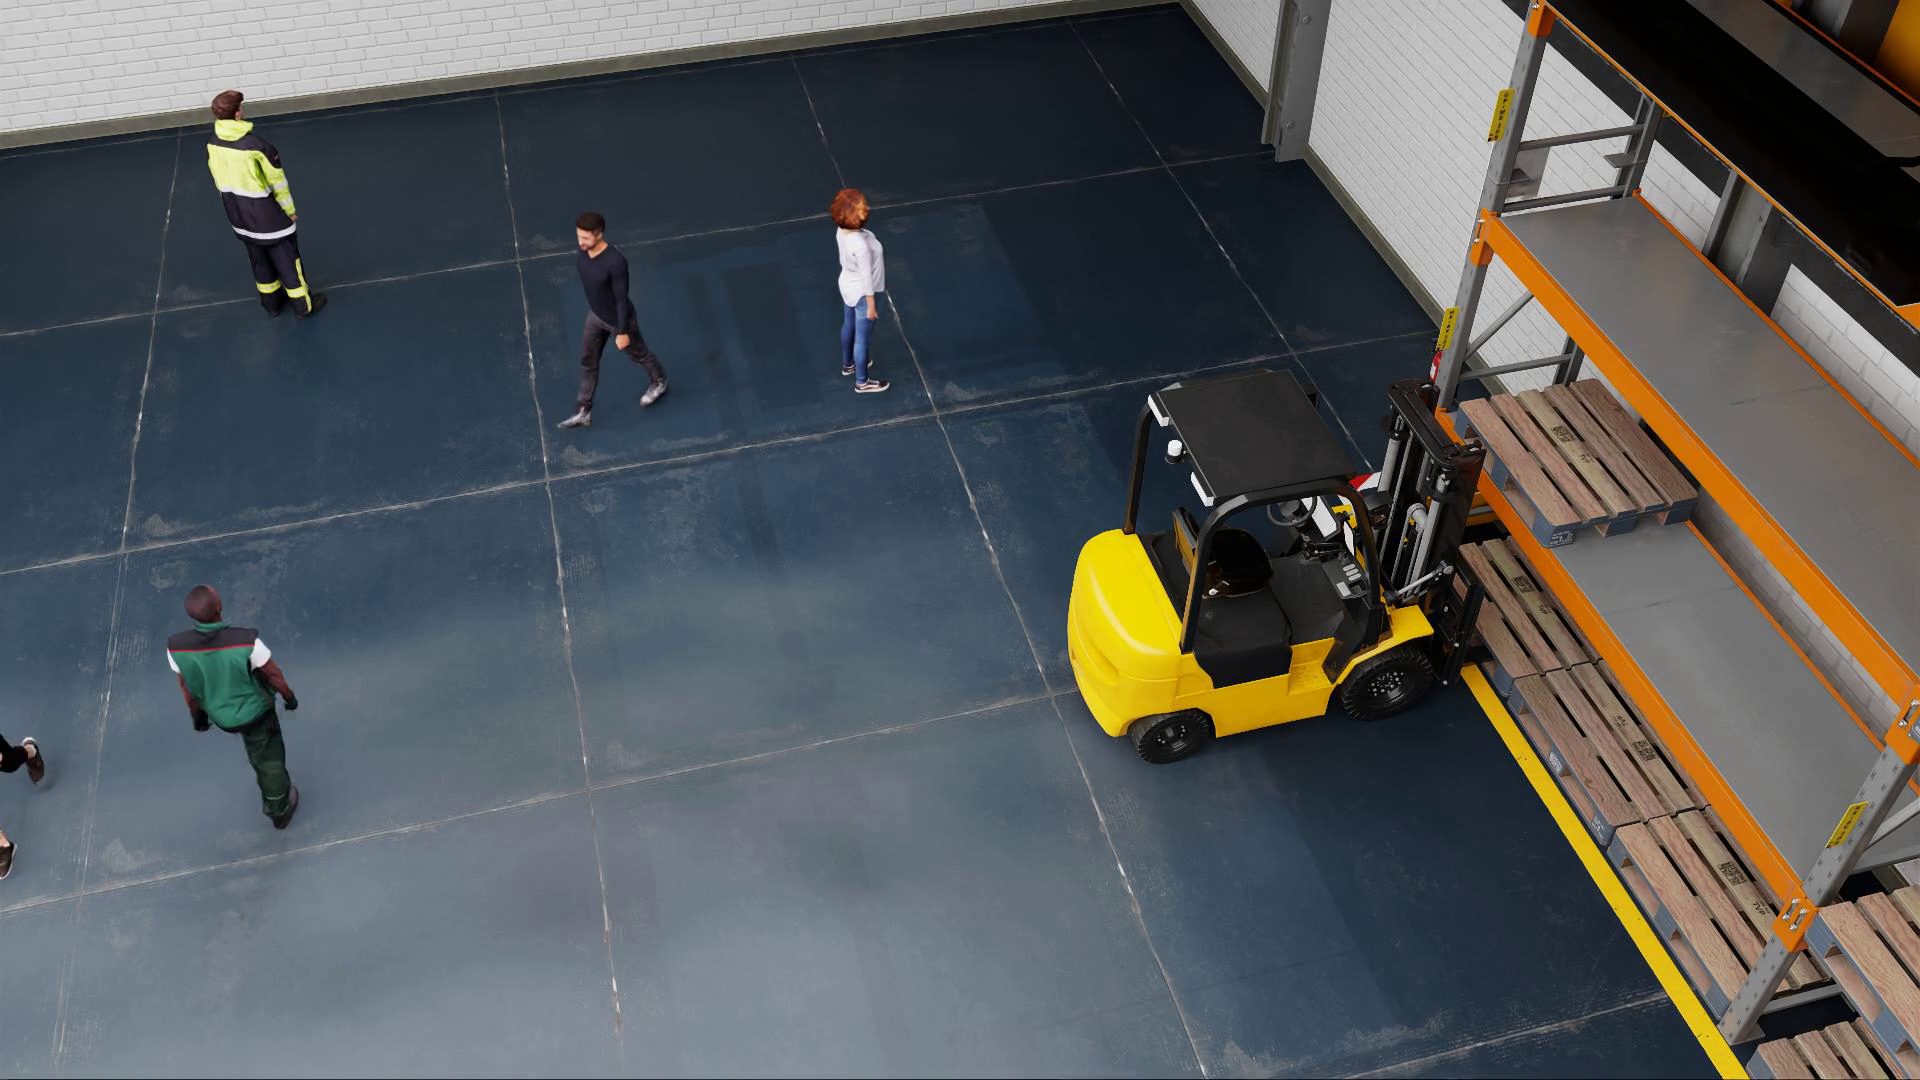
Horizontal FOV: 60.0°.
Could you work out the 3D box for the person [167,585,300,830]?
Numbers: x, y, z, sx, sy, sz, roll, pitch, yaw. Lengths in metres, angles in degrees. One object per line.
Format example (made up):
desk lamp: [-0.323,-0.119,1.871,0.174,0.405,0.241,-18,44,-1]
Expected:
person: [-4.138,1.023,9.548,0.786,1.821,0.813,-3,44,-3]

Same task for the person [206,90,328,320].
person: [-5.616,-2.676,13.314,0.868,1.981,0.849,9,44,10]

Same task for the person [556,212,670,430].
person: [-2.509,-1.681,12.395,1.233,1.809,1.182,30,51,28]

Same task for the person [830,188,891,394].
person: [-0.798,-1.920,12.715,0.724,1.713,0.575,-17,46,-17]
